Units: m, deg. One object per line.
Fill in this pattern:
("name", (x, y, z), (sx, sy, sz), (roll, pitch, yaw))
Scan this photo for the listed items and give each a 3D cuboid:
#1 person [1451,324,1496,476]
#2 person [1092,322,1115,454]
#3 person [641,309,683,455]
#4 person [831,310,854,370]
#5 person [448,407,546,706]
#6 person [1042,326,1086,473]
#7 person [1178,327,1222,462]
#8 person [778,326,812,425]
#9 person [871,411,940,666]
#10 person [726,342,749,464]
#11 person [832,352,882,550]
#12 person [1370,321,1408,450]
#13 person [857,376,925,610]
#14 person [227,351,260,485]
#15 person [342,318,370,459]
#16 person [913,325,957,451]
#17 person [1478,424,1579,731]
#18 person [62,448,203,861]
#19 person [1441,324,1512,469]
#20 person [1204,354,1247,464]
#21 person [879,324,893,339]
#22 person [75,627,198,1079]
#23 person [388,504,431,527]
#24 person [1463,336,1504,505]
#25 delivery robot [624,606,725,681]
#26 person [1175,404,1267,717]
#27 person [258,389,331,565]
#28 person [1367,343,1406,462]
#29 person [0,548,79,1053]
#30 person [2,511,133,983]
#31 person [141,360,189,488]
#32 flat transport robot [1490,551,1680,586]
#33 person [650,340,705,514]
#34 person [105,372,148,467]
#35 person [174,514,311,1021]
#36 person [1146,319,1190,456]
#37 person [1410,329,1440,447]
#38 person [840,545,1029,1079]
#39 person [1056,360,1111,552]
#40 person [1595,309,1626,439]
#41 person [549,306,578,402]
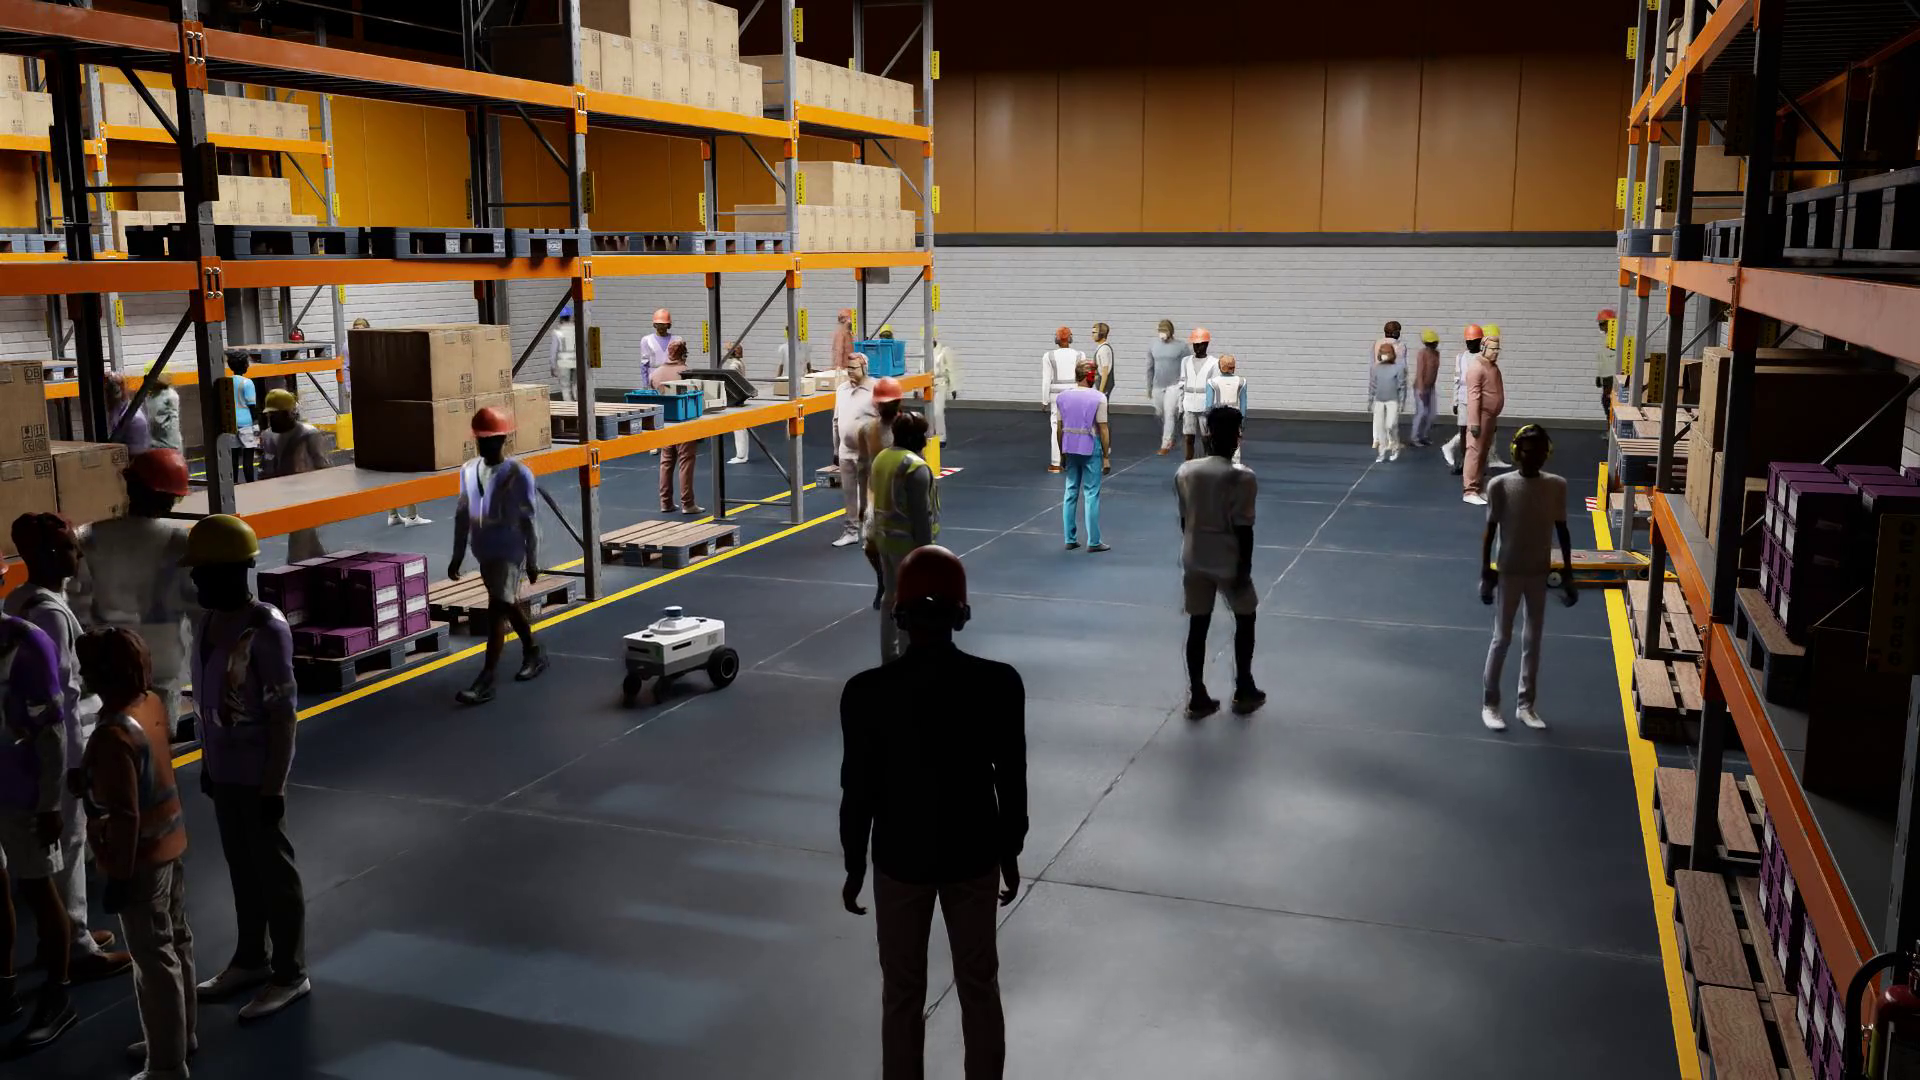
("person", (6.474, -1.760, 21.050), (0.382, 1.931, 0.540), (-10, 14, -44))
("person", (1.996, -2.126, 23.345), (0.345, 1.845, 0.505), (1, 10, 7))
("person", (-4.133, -2.204, 23.232), (0.609, 2.040, 0.395), (-4, 11, -21))
("person", (-1.773, -2.502, 25.193), (0.397, 1.948, 0.727), (2, 10, 12))
("person", (-3.009, 0.074, 10.850), (0.543, 1.895, 1.010), (5, 11, 26))
("person", (1.338, -1.798, 21.386), (0.572, 1.886, 0.356), (-1, 10, -7))
("person", (2.881, -1.591, 20.067), (0.542, 1.939, 0.362), (5, 11, 28))
("person", (-2.364, -2.215, 23.830), (0.533, 1.852, 0.535), (-5, 11, -25))
("person", (-0.354, 0.057, 11.098), (0.429, 1.837, 0.631), (-6, 11, -28))
("person", (-2.989, -1.837, 22.289), (0.315, 1.640, 0.515), (1, 10, 4))
("person", (-0.977, -0.855, 16.020), (0.651, 1.904, 0.403), (7, 12, 33))
("person", (6.174, -2.219, 23.875), (0.429, 1.842, 0.635), (-7, 12, -34))
("person", (-0.536, -0.323, 12.954), (0.566, 1.923, 0.586), (2, 10, 13))
("person", (-8.357, -1.343, 19.346), (0.533, 1.697, 0.322), (6, 11, 29))
("person", (-8.118, -2.068, 22.752), (0.629, 1.939, 0.372), (1, 10, 4))
("person", (-0.384, -2.162, 23.679), (0.615, 1.802, 0.575), (7, 12, 36))
("person", (3.438, 0.225, 10.069), (0.560, 1.865, 0.366), (-1, 10, -5))
("person", (-3.812, 0.575, 7.740), (0.698, 1.992, 0.490), (-1, 10, -4))
("person", (6.831, -1.890, 21.858), (0.846, 1.901, 0.601), (7, 12, 34))
("person", (3.148, -1.378, 19.716), (0.517, 1.638, 0.308), (-1, 10, -8))
("person", (-1.126, -2.376, 25.041), (0.542, 1.738, 0.737), (-3, 11, -17))
("person", (-2.841, 1.100, 5.751), (0.315, 1.641, 0.515), (-2, 10, -13))
("person", (-5.823, -1.068, 17.329), (0.521, 1.866, 0.325), (4, 11, 23))
("person", (5.956, -1.360, 18.867), (0.400, 1.905, 0.643), (8, 13, 37))
("delivery robot", (-1.870, 0.679, 10.915), (0.477, 0.478, 0.707), (6, 12, 31))
("person", (1.658, 0.119, 10.427), (0.609, 1.937, 0.764), (8, 13, 38))
("person", (-5.420, -0.343, 13.504), (0.608, 1.767, 0.975), (4, 11, 20))
("person", (5.721, -1.834, 22.332), (0.502, 1.623, 0.383), (9, 14, 42))
("person", (-3.496, 0.906, 6.022), (0.546, 1.934, 0.376), (3, 11, 17))
("person", (-3.603, 0.820, 6.649), (0.362, 1.883, 0.575), (-8, 13, -39))
("person", (-8.427, -1.018, 17.422), (0.507, 1.717, 0.711), (4, 11, 24))
("flat transport robot", (5.421, 0.236, 14.475), (1.431, 0.197, 0.652), (1, 10, 5))
("person", (-3.063, -1.232, 18.165), (0.644, 1.900, 0.399), (6, 12, 30))
("person", (-6.949, -0.480, 13.982), (0.648, 1.888, 0.798), (10, 14, 43))
("person", (-2.736, 0.851, 6.344), (0.588, 1.927, 0.366), (8, 13, 39))
("person", (2.941, -2.166, 23.423), (0.628, 1.911, 0.891), (5, 11, 26))
("person", (6.725, -2.186, 24.003), (0.542, 1.725, 0.488), (-8, 13, -39))
("person", (-0.084, 1.002, 5.303), (0.609, 1.995, 0.378), (-2, 10, -13))
("person", (1.169, -0.796, 15.876), (0.564, 1.837, 0.388), (7, 12, 35))
("person", (9.797, -2.485, 25.037), (0.567, 1.959, 0.637), (-2, 10, -10))
("person", (-6.463, -2.890, 27.391), (0.646, 1.931, 0.439), (-10, 14, -43))
